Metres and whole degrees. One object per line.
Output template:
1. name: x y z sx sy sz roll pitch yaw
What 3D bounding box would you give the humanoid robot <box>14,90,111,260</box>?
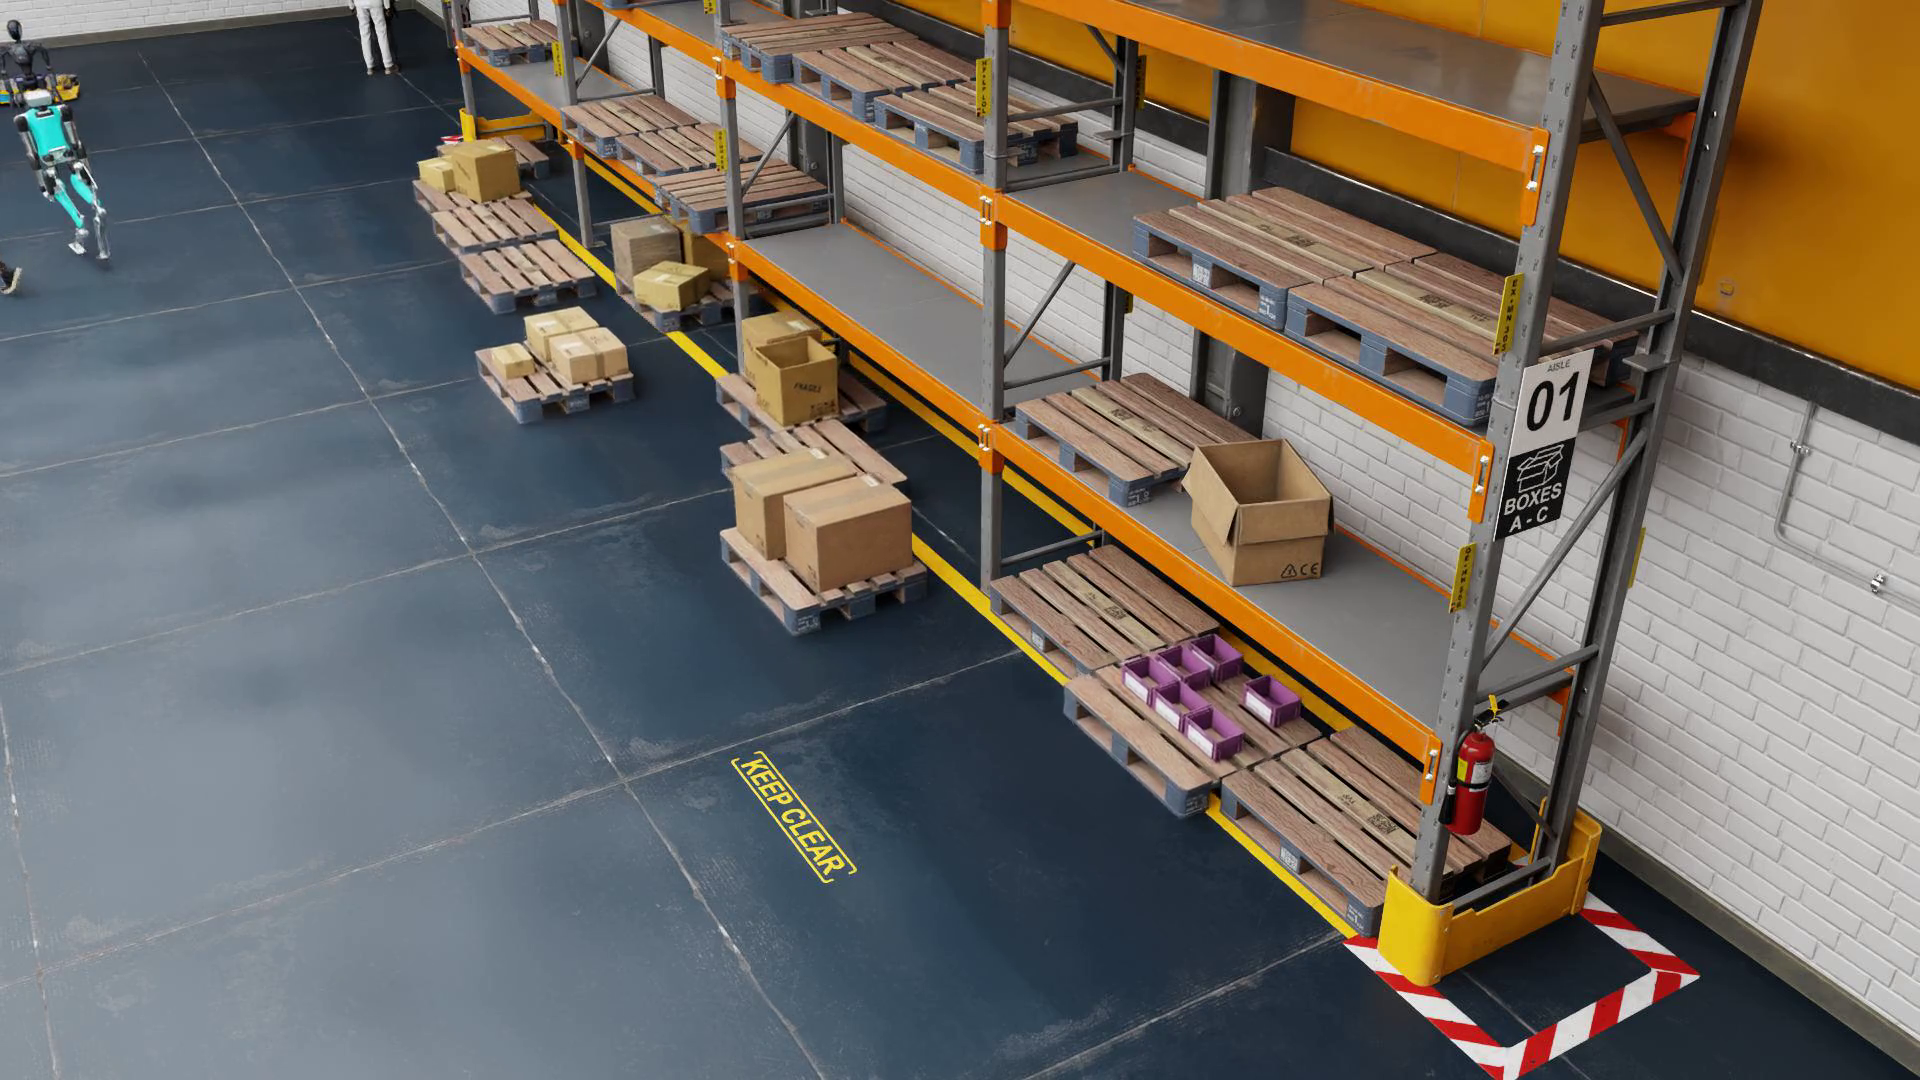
1. humanoid robot: -8.740 -3.498 16.357 0.556 1.748 1.063 -26 39 -38

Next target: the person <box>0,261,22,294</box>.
1. person: -9.376 -3.184 15.563 0.727 1.934 0.607 -8 30 -13

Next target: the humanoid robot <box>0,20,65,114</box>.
1. humanoid robot: -10.891 -5.291 19.550 0.587 1.638 0.586 -13 32 -22

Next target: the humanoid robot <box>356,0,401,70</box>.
1. humanoid robot: -8.230 -7.506 23.440 0.599 1.657 0.315 -16 33 -26

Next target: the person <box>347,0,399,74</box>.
1. person: -8.223 -7.451 23.148 0.583 1.882 0.337 0 30 -1

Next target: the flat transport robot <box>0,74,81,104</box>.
1. flat transport robot: -12.559 -5.980 22.189 1.431 0.231 0.659 -11 31 -18
